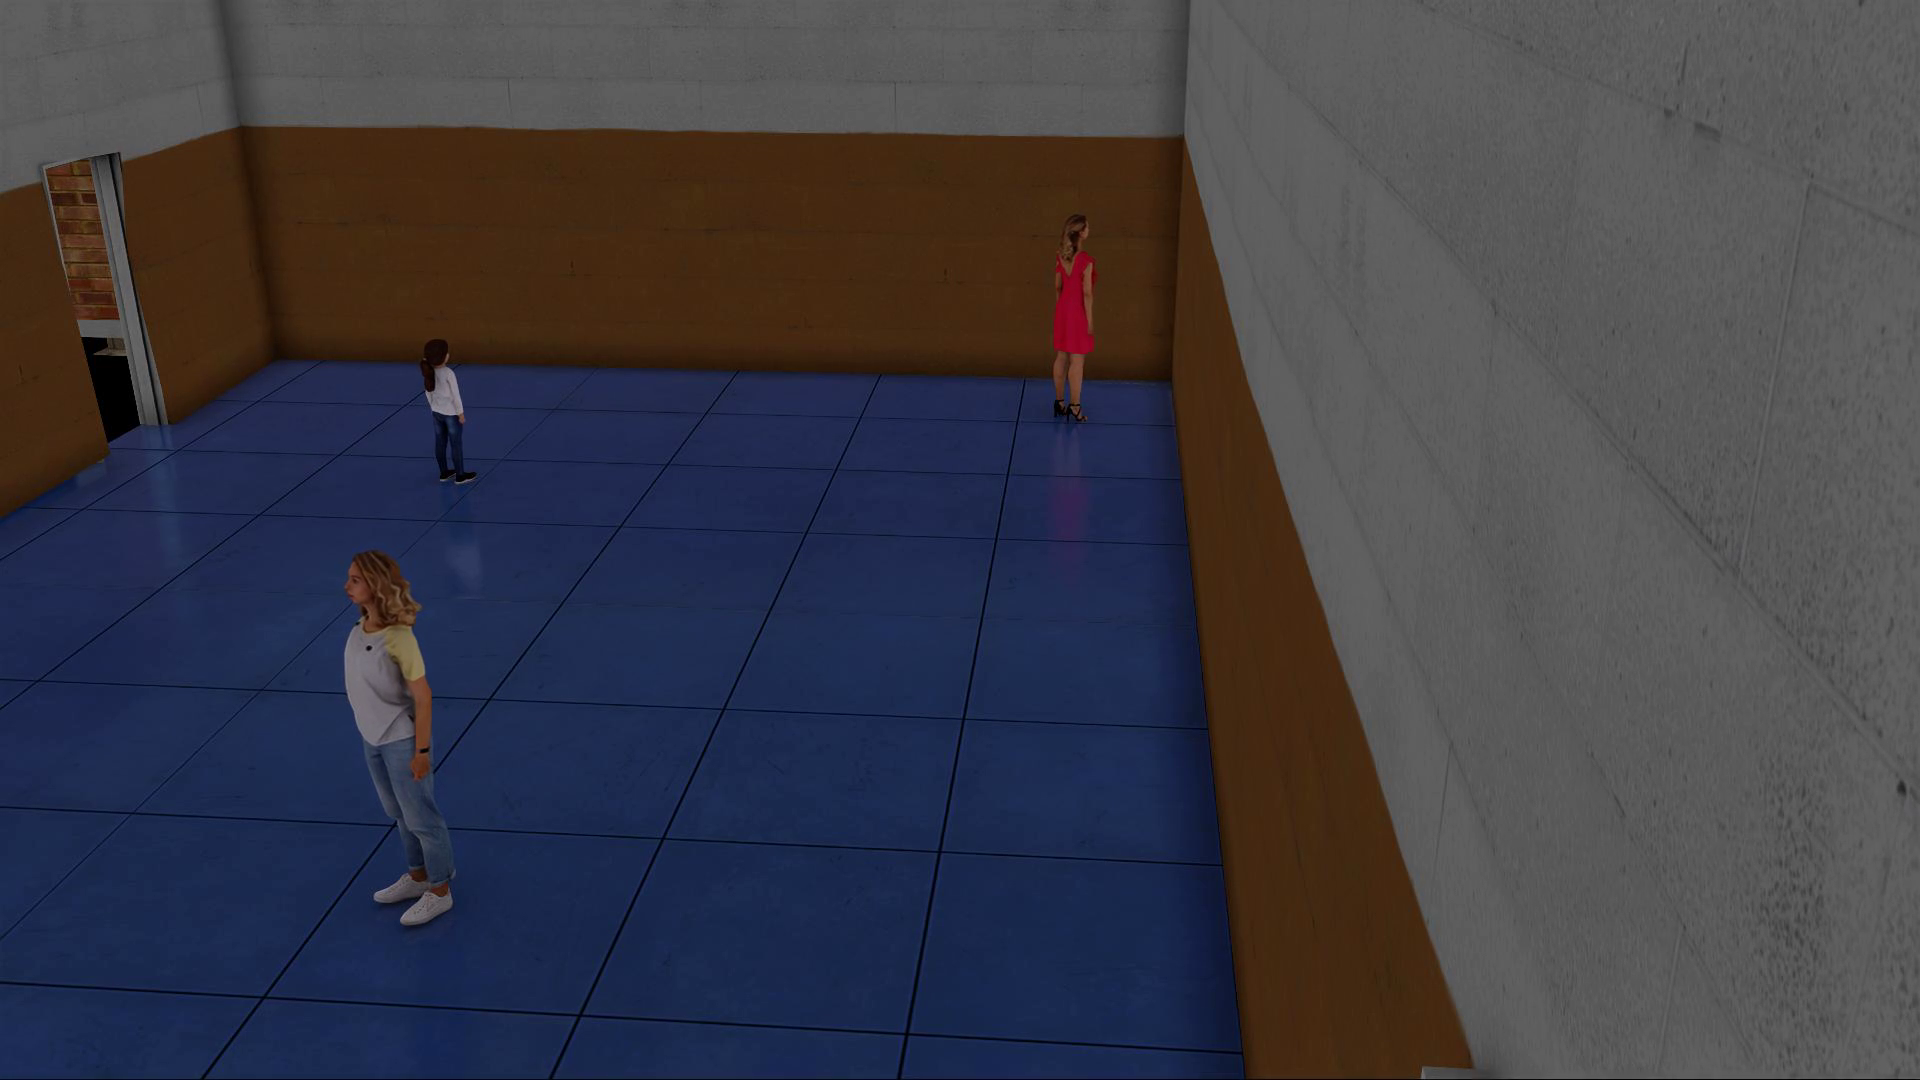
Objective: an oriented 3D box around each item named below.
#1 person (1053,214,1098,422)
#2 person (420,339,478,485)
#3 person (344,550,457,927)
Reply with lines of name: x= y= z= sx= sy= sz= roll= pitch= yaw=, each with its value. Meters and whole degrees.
person: x=0.936 y=-1.854 z=13.838 sx=0.709 sy=1.728 sz=0.662 roll=-15 pitch=26 yaw=-32
person: x=-3.865 y=-0.980 z=12.491 sx=0.488 sy=1.110 sz=0.567 roll=10 pitch=24 yaw=23
person: x=-2.398 y=0.843 z=7.113 sx=0.767 sy=1.722 sz=0.690 roll=-20 pitch=29 yaw=-40
